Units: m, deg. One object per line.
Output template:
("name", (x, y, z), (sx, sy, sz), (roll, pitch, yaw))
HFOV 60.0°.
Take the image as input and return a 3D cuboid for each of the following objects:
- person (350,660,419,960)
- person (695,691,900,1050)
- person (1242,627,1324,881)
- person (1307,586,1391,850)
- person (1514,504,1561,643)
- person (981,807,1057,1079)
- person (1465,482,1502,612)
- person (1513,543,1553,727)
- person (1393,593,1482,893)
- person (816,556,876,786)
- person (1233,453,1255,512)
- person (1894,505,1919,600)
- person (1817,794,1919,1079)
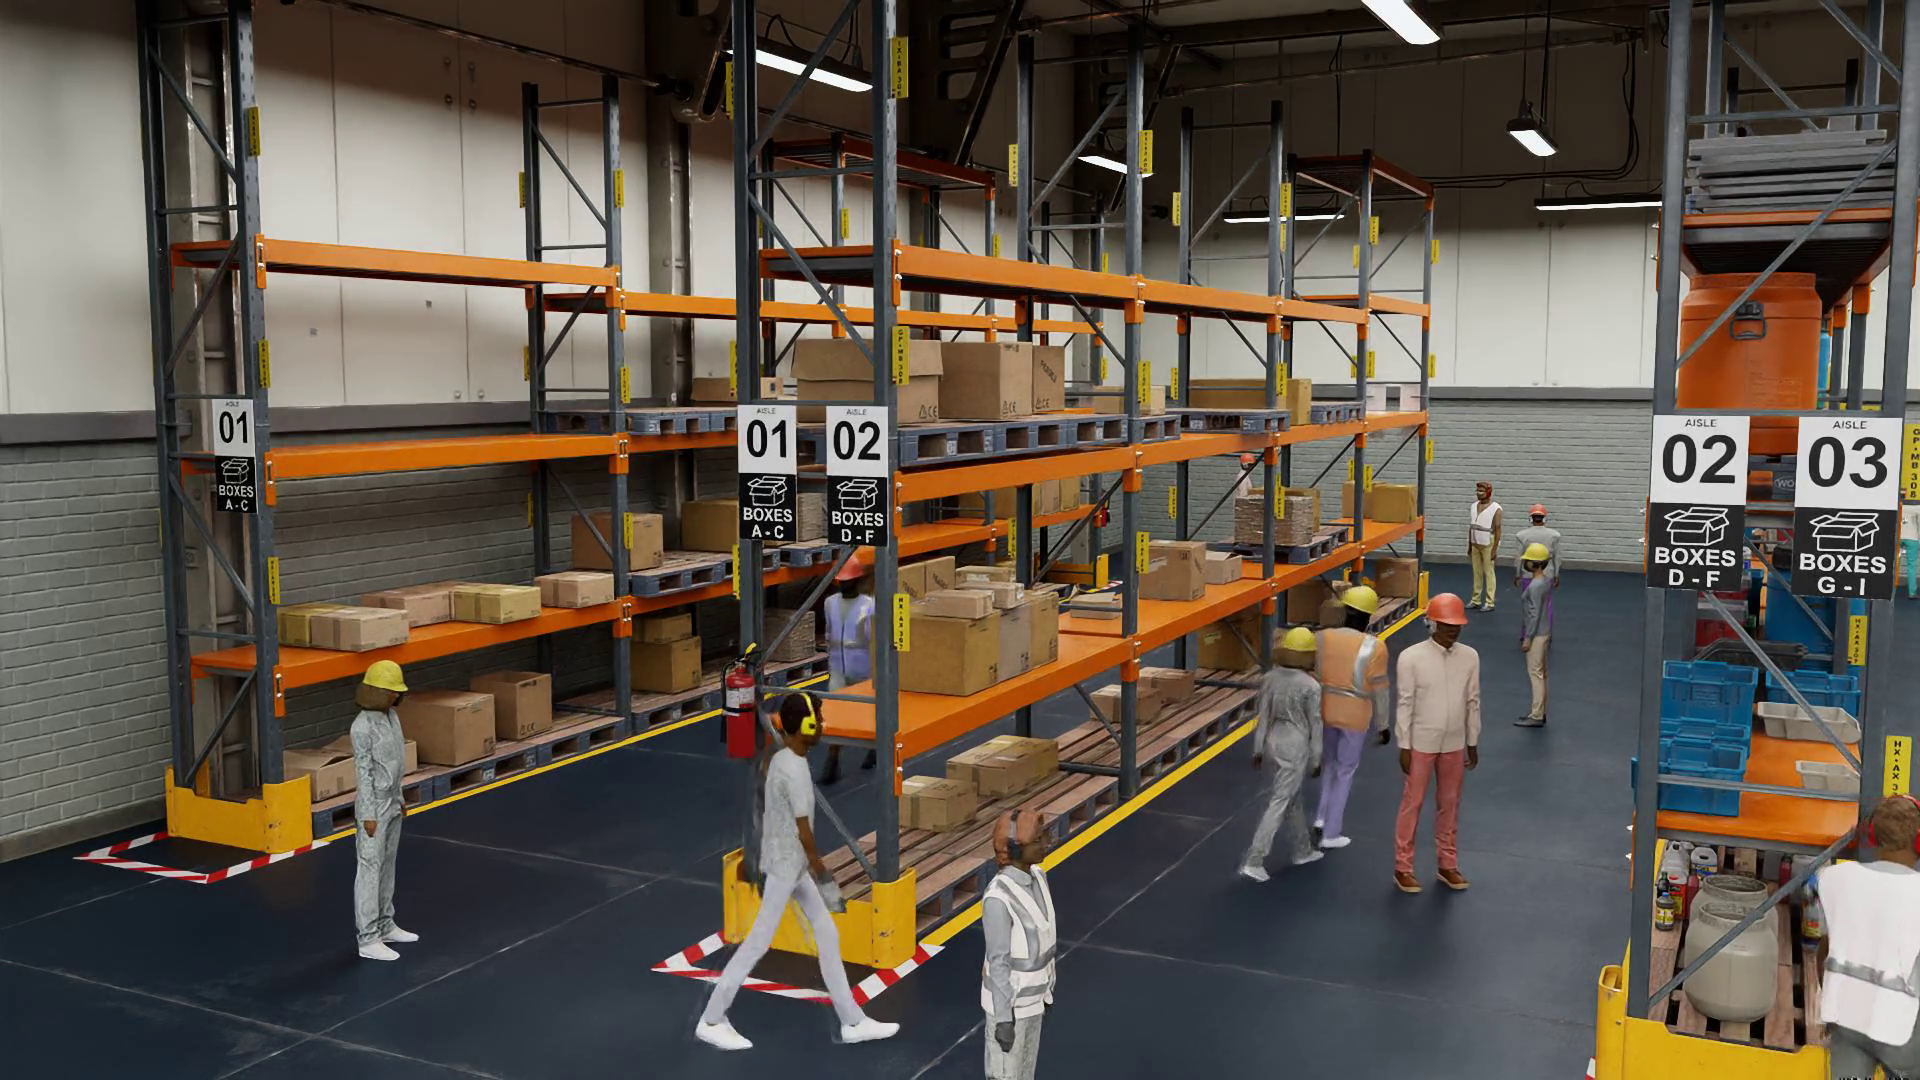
("person", (-3.372, 1.564, 9.751), (0.305, 1.736, 0.484), (0, 6, 3))
("person", (-0.860, 1.675, 8.385), (1.031, 1.810, 0.548), (0, 6, 1))
("person", (2.200, 1.435, 11.246), (0.911, 1.699, 0.484), (-4, 7, -37))
("person", (2.759, 1.269, 11.865), (0.512, 1.890, 0.598), (-6, 8, -44))
("person", (7.214, 0.423, 20.798), (0.563, 1.742, 0.338), (1, 6, 11))
("person", (0.238, 1.909, 6.832), (0.308, 1.645, 0.514), (2, 6, 21))
("person", (7.413, 0.094, 23.509), (0.390, 1.847, 0.566), (-3, 7, -26))
("person", (5.512, 0.909, 15.955), (0.301, 1.772, 0.524), (3, 7, 29))
("person", (3.140, 1.326, 10.892), (0.613, 1.985, 0.420), (-2, 6, -14))
("person", (-0.898, 1.058, 13.969), (0.561, 1.888, 1.015), (3, 6, 23))
("person", (4.933, -0.520, 28.838), (0.406, 1.987, 0.622), (1, 6, 7))
("person", (14.067, 0.005, 24.757), (0.523, 1.769, 0.324), (5, 8, 43))
("person", (3.582, 1.875, 6.386), (0.889, 1.796, 0.579), (-4, 7, -32))
